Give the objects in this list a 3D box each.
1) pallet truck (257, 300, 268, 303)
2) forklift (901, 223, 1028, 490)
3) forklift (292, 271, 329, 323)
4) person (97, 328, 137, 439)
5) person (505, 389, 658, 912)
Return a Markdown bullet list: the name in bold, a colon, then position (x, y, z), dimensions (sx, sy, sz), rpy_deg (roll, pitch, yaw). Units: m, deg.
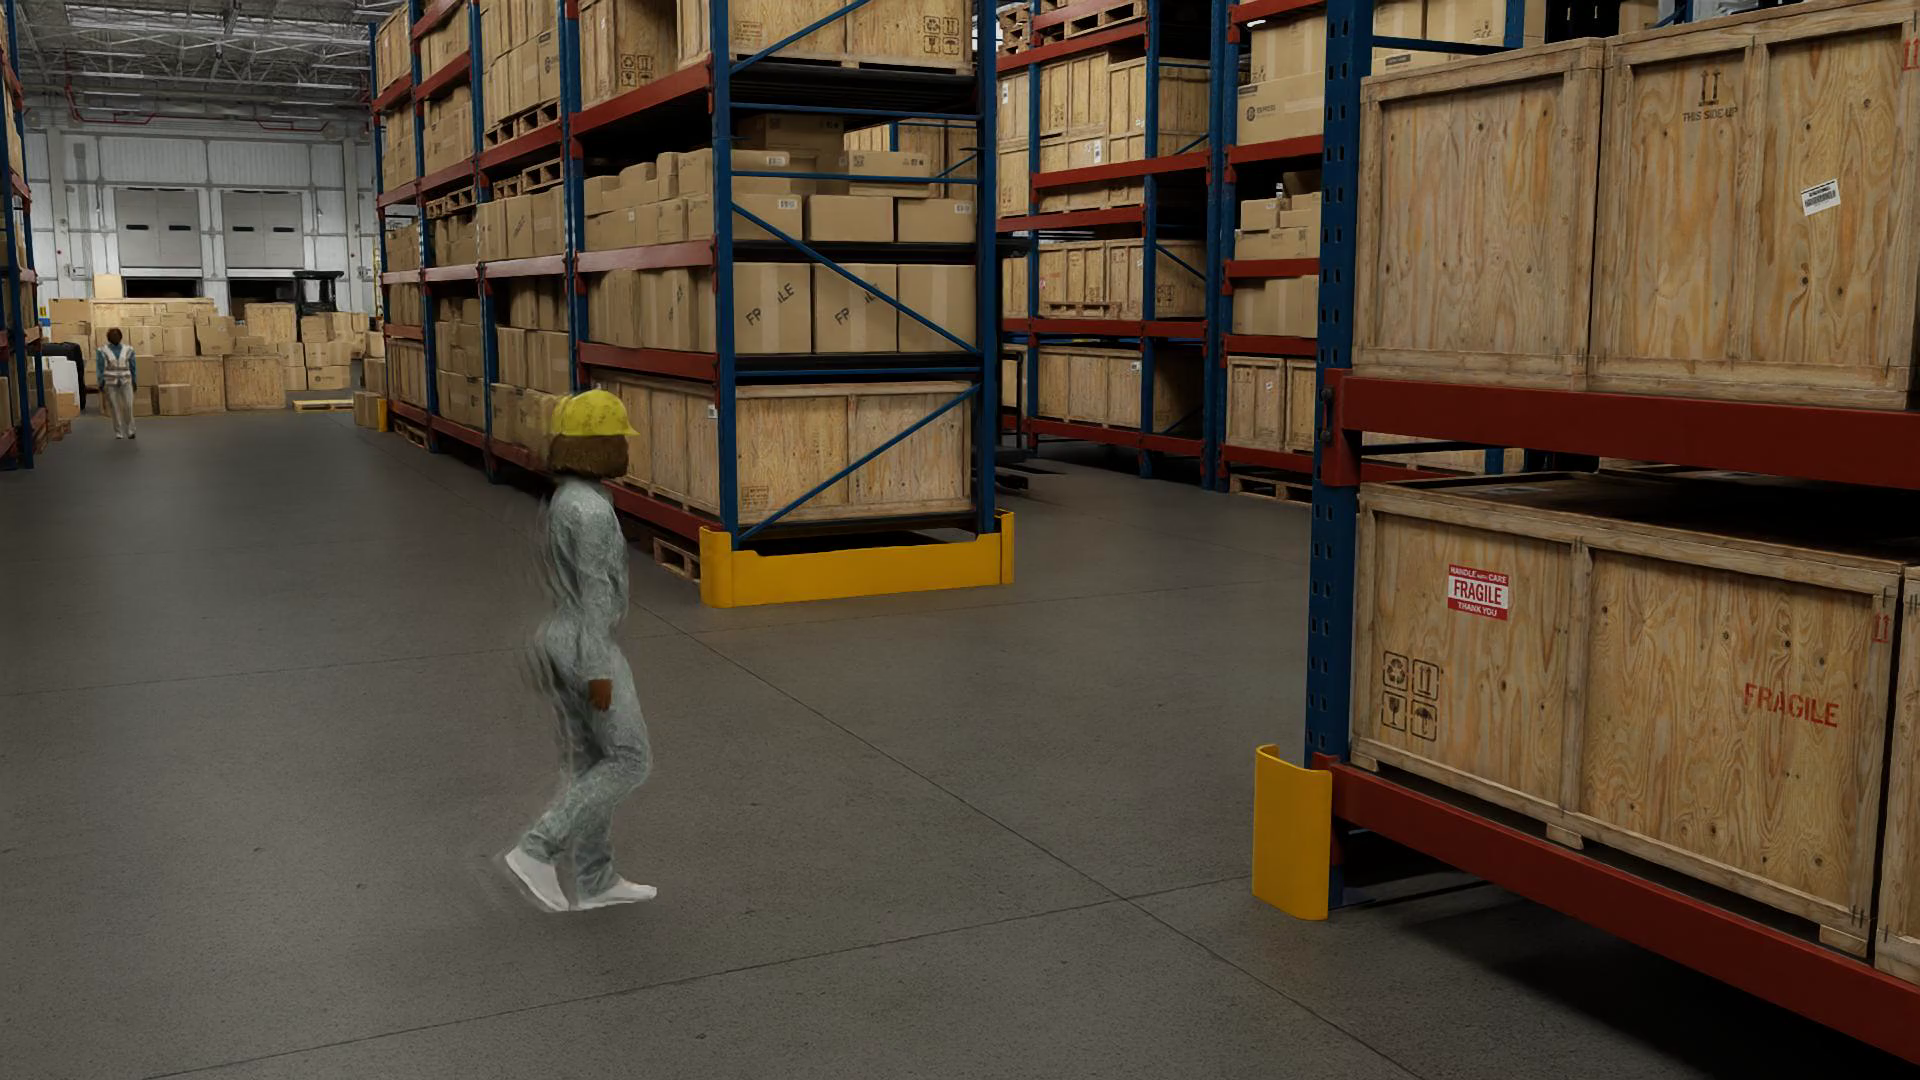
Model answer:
- **pallet truck**: position (-23.913, -7.404, 58.171), dimensions (1.885, 1.965, 0.823), rpy_deg (-1, 8, -9)
- **forklift**: position (-0.203, -1.975, 17.707), dimensions (1.129, 2.768, 1.873), rpy_deg (-4, 9, -26)
- **forklift**: position (-18.631, -6.347, 47.856), dimensions (1.873, 2.768, 1.129), rpy_deg (8, 12, 44)
- **person**: position (-12.078, -2.234, 23.863), dimensions (0.536, 1.593, 0.835), rpy_deg (-5, 10, -33)
- **person**: position (-1.218, 0.378, 5.403), dimensions (0.424, 1.727, 0.510), rpy_deg (-3, 9, -21)
